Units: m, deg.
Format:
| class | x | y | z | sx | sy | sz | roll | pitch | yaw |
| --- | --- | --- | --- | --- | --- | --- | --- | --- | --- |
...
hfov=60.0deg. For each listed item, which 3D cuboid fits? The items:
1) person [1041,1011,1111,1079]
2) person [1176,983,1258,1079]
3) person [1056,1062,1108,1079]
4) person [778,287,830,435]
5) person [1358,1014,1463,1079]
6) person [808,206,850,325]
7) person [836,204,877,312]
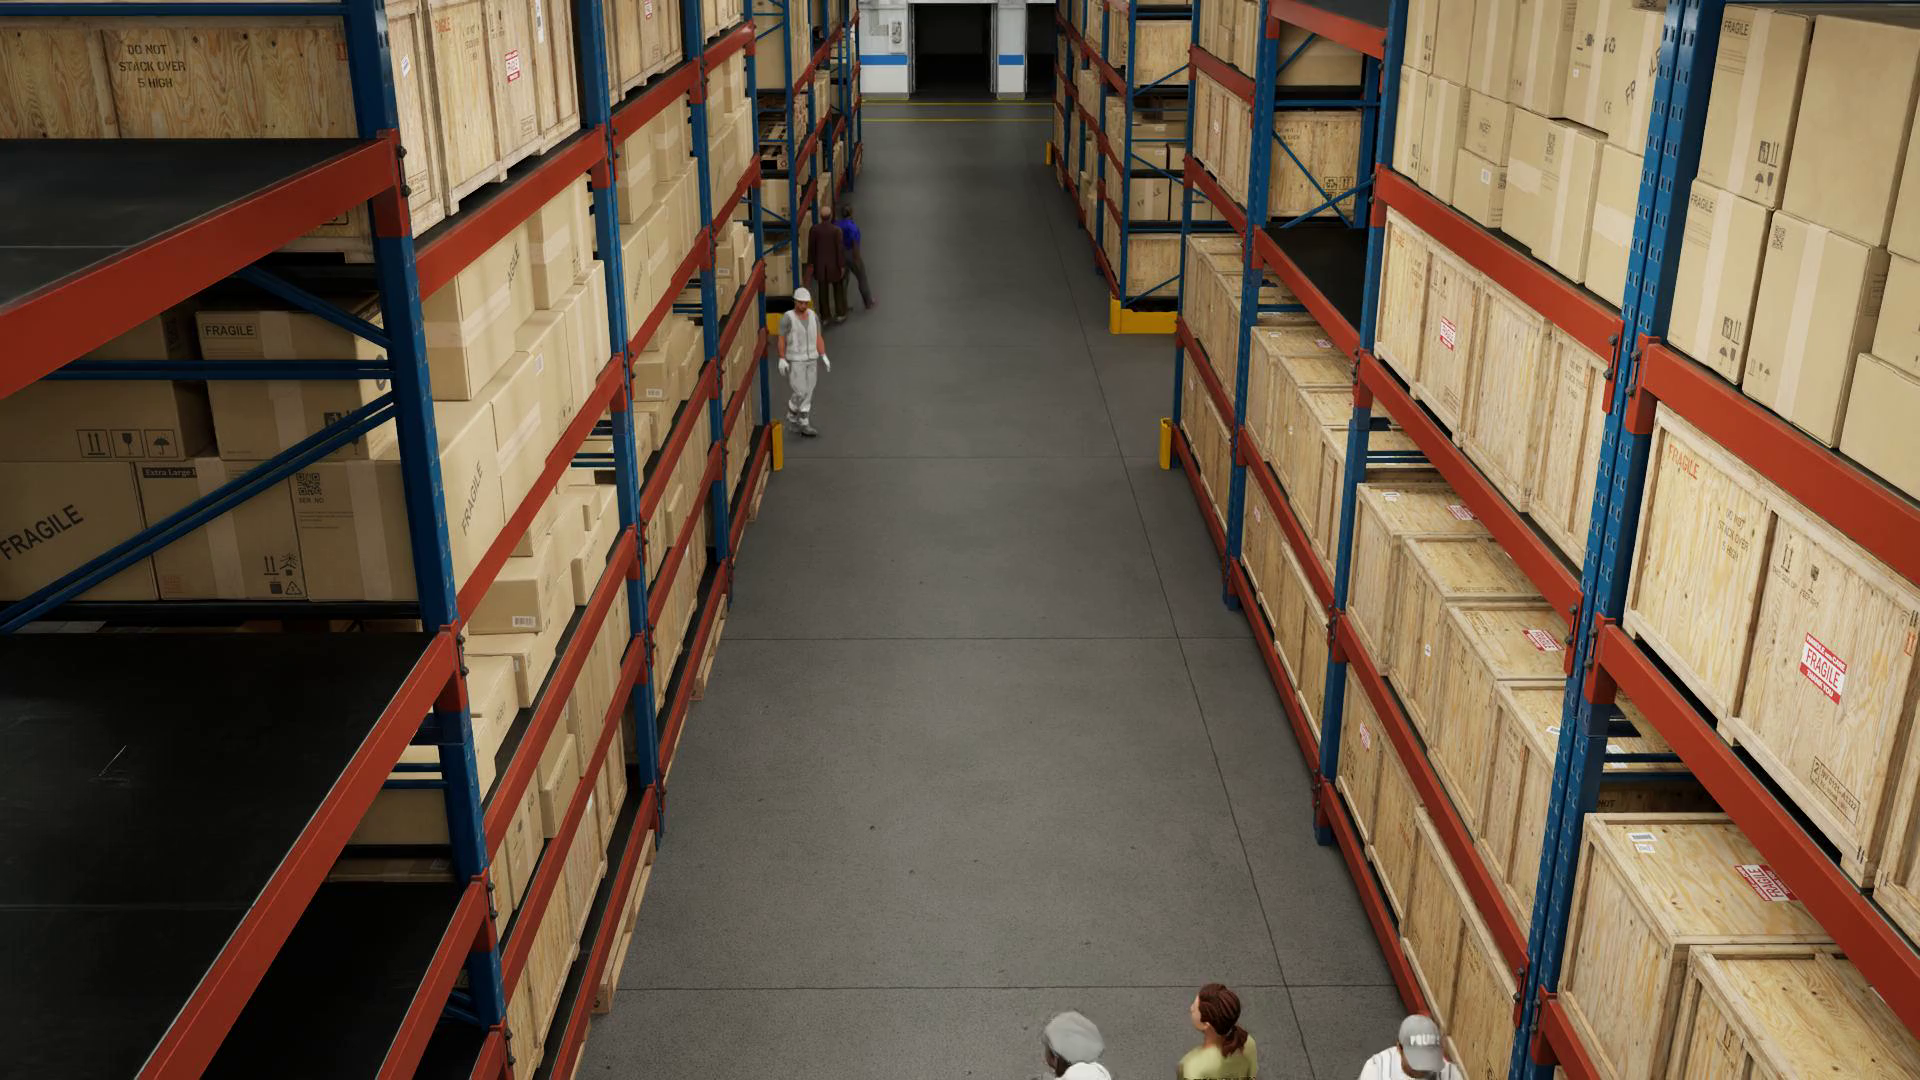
| class | x | y | z | sx | sy | sz | roll | pitch | yaw |
| --- | --- | --- | --- | --- | --- | --- | --- | --- | --- |
| person | 0.450 | 2.831 | 7.408 | 0.349 | 1.707 | 0.522 | 18 | 28 | 38 |
| person | 1.081 | 2.754 | 7.624 | 0.561 | 1.649 | 0.708 | -14 | 26 | -32 |
| person | 0.561 | 2.976 | 6.946 | 0.476 | 1.779 | 0.615 | 11 | 24 | 26 |
| person | -1.842 | -2.117 | 19.781 | 0.559 | 1.786 | 0.425 | -17 | 27 | -36 |
| person | 1.990 | 2.846 | 7.472 | 0.515 | 1.700 | 0.396 | 4 | 22 | 10 |
| person | -1.982 | -4.174 | 25.058 | 0.608 | 1.773 | 0.666 | 3 | 22 | 7 |
| person | -1.640 | -4.389 | 25.788 | 0.472 | 1.658 | 0.681 | 16 | 27 | 35 |
